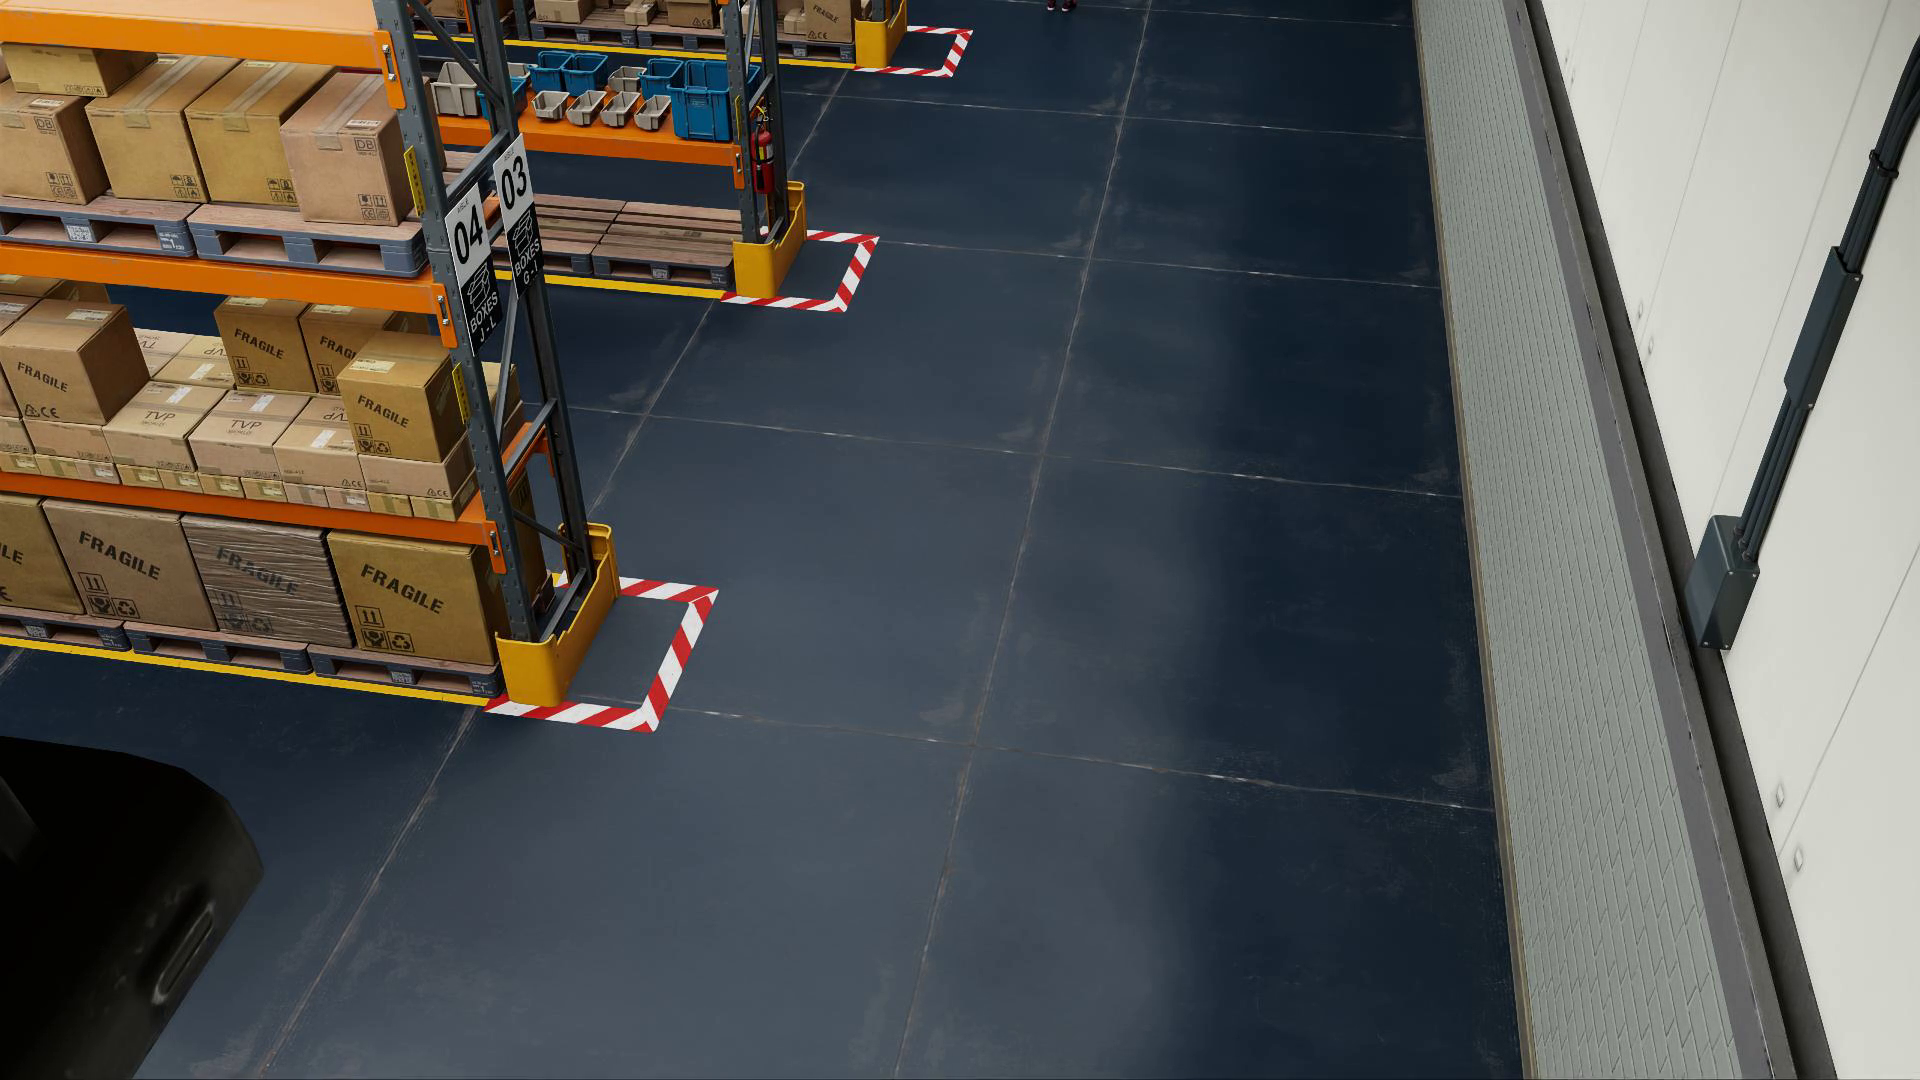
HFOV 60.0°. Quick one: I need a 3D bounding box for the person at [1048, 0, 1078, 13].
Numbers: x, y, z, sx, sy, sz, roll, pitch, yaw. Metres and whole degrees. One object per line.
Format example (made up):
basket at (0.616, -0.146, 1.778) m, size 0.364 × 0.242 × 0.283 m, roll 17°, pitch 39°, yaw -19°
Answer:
person at (1.131, -6.796, 18.554) m, size 0.523 × 1.733 × 0.696 m, roll 12°, pitch 40°, yaw 15°
